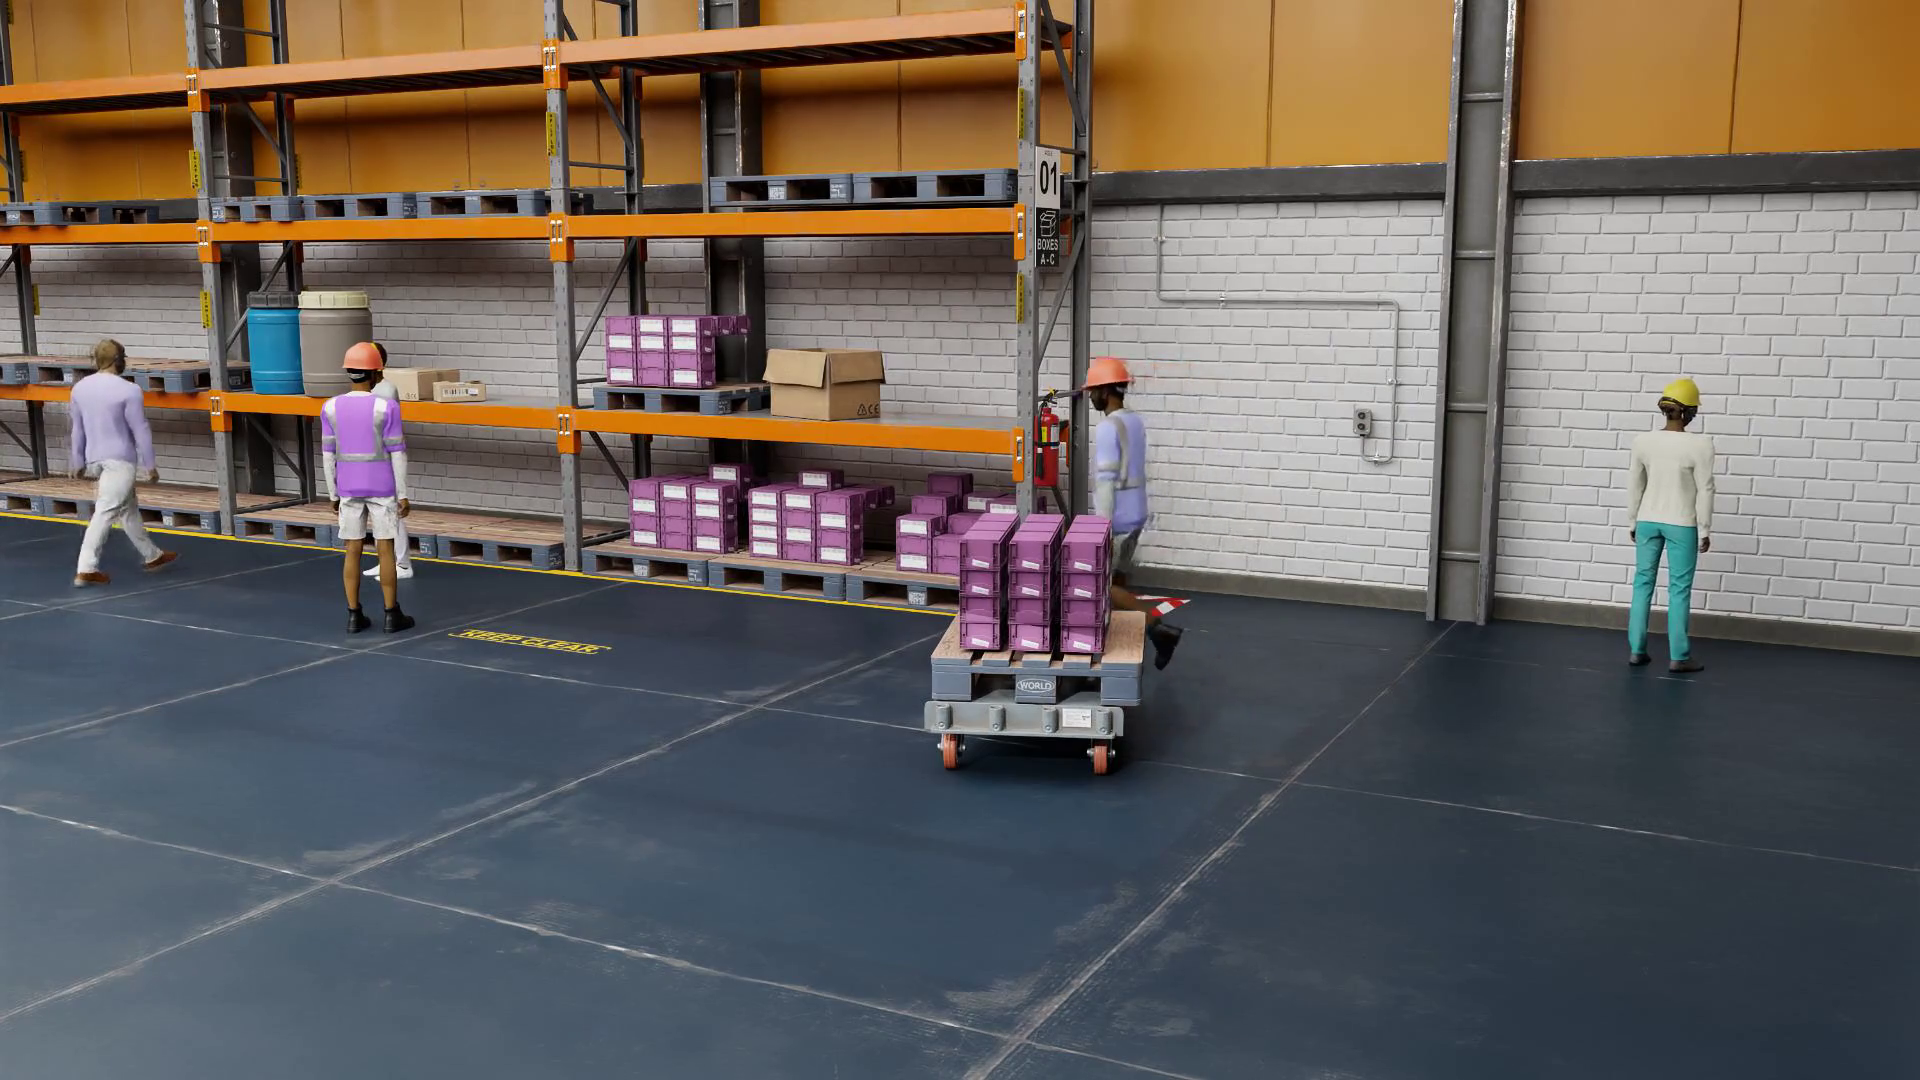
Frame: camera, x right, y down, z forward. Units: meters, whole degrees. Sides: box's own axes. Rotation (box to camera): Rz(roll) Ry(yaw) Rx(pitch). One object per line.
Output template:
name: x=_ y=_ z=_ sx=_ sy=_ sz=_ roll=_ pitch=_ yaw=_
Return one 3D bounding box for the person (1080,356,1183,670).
person: x=0.999 y=-0.123 z=9.800 sx=0.646 sy=1.917 sz=0.559 roll=5 pitch=11 yaw=29

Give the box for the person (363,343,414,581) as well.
person: x=-4.516 y=-0.611 z=12.992 sx=0.320 sy=1.860 sz=0.505 roll=-7 pitch=11 yaw=-36

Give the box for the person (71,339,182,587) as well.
person: x=-6.530 y=-0.611 z=12.898 sx=0.645 sy=1.885 sz=1.047 roll=4 pitch=10 yaw=22

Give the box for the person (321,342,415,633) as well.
person: x=-3.928 y=-0.340 z=11.058 sx=0.552 sy=1.937 sz=0.356 roll=0 pitch=9 yaw=2

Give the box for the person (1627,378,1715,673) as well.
person: x=4.283 y=-0.088 z=10.036 sx=0.331 sy=1.768 sz=0.526 roll=-7 pitch=12 yaw=-39
